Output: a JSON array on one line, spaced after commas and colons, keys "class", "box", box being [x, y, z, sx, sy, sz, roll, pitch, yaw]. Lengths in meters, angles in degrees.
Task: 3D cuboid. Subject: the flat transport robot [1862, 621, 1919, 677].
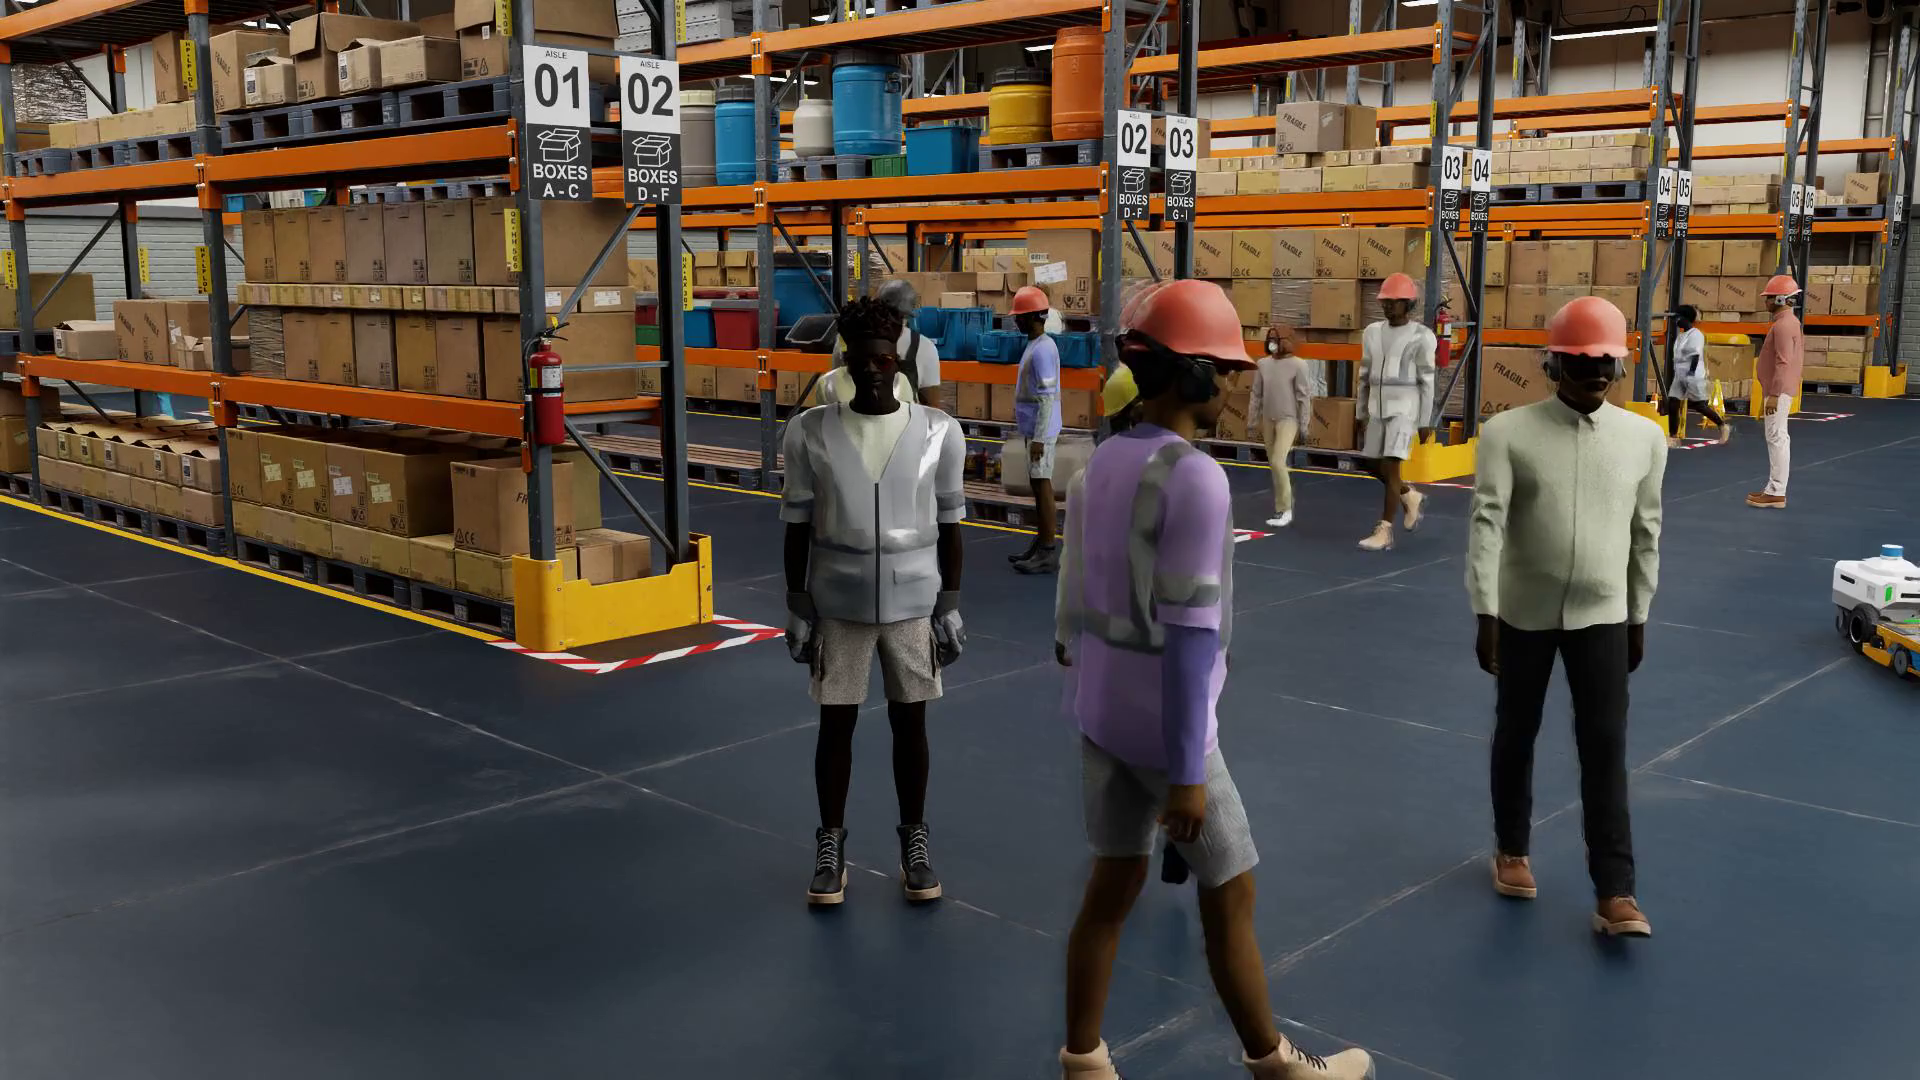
[{"class": "flat transport robot", "box": [5.056, 0.627, 8.077, 0.652, 0.197, 1.431, 1, 9, 4]}]

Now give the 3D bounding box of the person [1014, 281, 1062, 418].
[{"class": "person", "box": [0.797, -1.662, 16.924, 0.422, 1.924, 0.636, 6, 11, 33]}]

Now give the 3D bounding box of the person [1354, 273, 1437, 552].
[{"class": "person", "box": [3.240, -0.954, 12.286, 0.764, 2.028, 0.619, -7, 12, -37]}]

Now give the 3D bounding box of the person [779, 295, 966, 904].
[{"class": "person", "box": [-0.276, 0.201, 5.389, 0.607, 1.962, 0.367, -1, 9, -7]}]

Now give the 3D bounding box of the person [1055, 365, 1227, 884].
[{"class": "person", "box": [0.603, 0.300, 5.468, 0.561, 1.736, 0.446, -1, 9, -4]}]

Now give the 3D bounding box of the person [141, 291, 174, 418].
[{"class": "person", "box": [-9.382, -1.986, 19.281, 0.567, 1.814, 0.925, -7, 12, -38]}]

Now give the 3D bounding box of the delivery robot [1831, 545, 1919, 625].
[{"class": "delivery robot", "box": [5.091, 0.269, 9.121, 0.477, 0.478, 0.707, 1, 9, 5]}]

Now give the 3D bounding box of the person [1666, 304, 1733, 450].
[{"class": "person", "box": [8.380, -1.854, 18.944, 0.799, 1.662, 0.544, -1, 9, -5]}]

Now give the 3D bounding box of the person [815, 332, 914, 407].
[{"class": "person", "box": [-0.532, -0.438, 9.901, 0.646, 1.778, 0.960, -1, 9, -7]}]

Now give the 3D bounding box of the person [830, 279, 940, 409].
[{"class": "person", "box": [-0.473, -0.669, 10.613, 0.709, 2.000, 0.616, -1, 9, -7]}]

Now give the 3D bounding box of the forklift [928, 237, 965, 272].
[{"class": "forklift", "box": [-0.326, -5.817, 39.609, 1.129, 2.768, 1.873, 9, 13, 43]}]

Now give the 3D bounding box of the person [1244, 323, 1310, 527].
[{"class": "person", "box": [2.515, -0.906, 13.234, 0.499, 1.618, 0.499, -7, 12, -38]}]

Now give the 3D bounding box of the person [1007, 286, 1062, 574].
[{"class": "person", "box": [0.503, -0.749, 11.308, 0.376, 1.932, 0.543, 0, 9, -1]}]

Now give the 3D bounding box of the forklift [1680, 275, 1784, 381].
[{"class": "forklift", "box": [12.480, -3.427, 27.053, 1.214, 2.155, 2.313, 9, 13, 43]}]

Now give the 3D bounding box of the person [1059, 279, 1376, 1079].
[{"class": "person", "box": [0.582, 0.413, 3.910, 0.827, 2.015, 0.638, -3, 10, -20]}]

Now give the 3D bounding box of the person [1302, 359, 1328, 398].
[{"class": "person", "box": [4.535, -2.400, 21.408, 0.376, 1.940, 0.629, 8, 12, 39]}]

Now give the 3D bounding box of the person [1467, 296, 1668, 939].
[{"class": "person", "box": [1.908, 0.233, 5.222, 0.624, 1.981, 0.693, 1, 9, 6]}]

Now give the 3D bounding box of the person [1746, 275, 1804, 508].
[{"class": "person", "box": [7.073, -1.288, 14.419, 0.388, 1.992, 0.625, 5, 11, 30]}]
